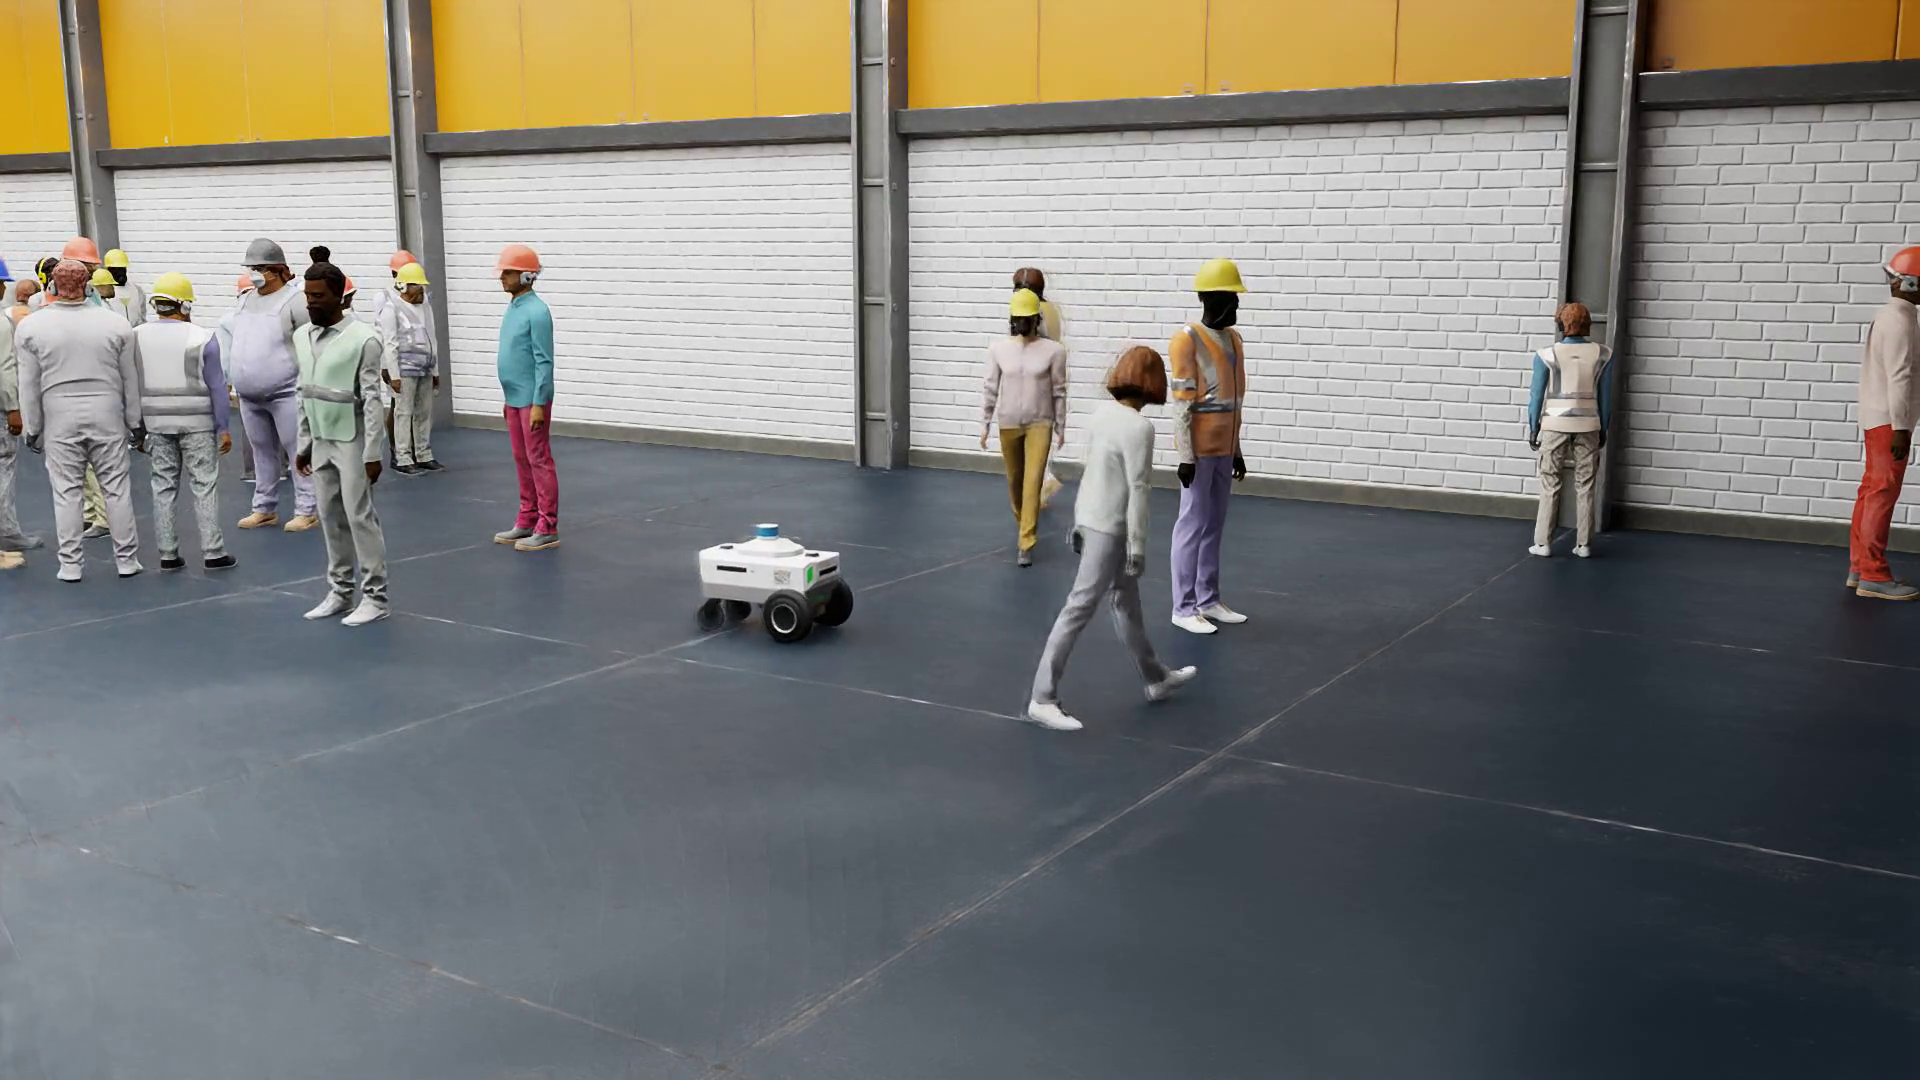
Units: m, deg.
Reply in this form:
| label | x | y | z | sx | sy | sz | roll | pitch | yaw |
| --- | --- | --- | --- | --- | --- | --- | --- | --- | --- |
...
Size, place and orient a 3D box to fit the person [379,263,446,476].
| label | x | y | z | sx | sy | sz | roll | pitch | yaw |
| --- | --- | --- | --- | --- | --- | --- | --- | --- | --- |
| person | -4.710 | -1.465 | 14.346 | 0.403 | 1.826 | 0.591 | 4 | 11 | 21 |

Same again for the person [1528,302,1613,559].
| label | x | y | z | sx | sy | sz | roll | pitch | yaw |
| --- | --- | --- | --- | --- | --- | --- | --- | --- | --- |
| person | 3.872 | -0.688 | 10.581 | 0.514 | 1.634 | 0.313 | 1 | 10 | 5 |

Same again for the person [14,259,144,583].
| label | x | y | z | sx | sy | sz | roll | pitch | yaw |
| --- | --- | --- | --- | --- | --- | --- | --- | --- | --- |
| person | -5.205 | -0.701 | 9.885 | 0.651 | 1.907 | 0.409 | -6 | 12 | -30 |

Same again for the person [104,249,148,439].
| label | x | y | z | sx | sy | sz | roll | pitch | yaw |
| --- | --- | --- | --- | --- | --- | --- | --- | --- | --- |
| person | -8.457 | -1.961 | 16.807 | 0.368 | 1.928 | 0.585 | 7 | 12 | 35 |

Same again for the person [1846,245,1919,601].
| label | x | y | z | sx | sy | sz | roll | pitch | yaw |
| --- | --- | --- | --- | --- | --- | --- | --- | --- | --- |
| person | 5.312 | -0.666 | 9.459 | 0.383 | 1.992 | 0.609 | 4 | 11 | 20 |

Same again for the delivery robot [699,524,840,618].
| label | x | y | z | sx | sy | sz | roll | pitch | yaw |
| --- | --- | --- | --- | --- | --- | --- | --- | --- | --- |
| delivery robot | -0.988 | 0.160 | 8.603 | 0.707 | 0.478 | 0.477 | 5 | 11 | 25 |

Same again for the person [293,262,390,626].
| label | x | y | z | sx | sy | sz | roll | pitch | yaw |
| --- | --- | --- | --- | --- | --- | --- | --- | --- | --- |
| person | -3.260 | -0.506 | 8.811 | 0.594 | 1.910 | 0.384 | 6 | 12 | 31 |

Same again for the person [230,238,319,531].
| label | x | y | z | sx | sy | sz | roll | pitch | yaw |
| --- | --- | --- | --- | --- | --- | --- | --- | --- | --- |
| person | -4.799 | -1.074 | 11.584 | 0.684 | 2.000 | 0.538 | 3 | 11 | 18 |

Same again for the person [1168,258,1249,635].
| label | x | y | z | sx | sy | sz | roll | pitch | yaw |
| --- | --- | --- | --- | --- | --- | --- | --- | --- | --- |
| person | 1.304 | -0.489 | 8.647 | 0.359 | 1.930 | 0.586 | 8 | 13 | 38 |

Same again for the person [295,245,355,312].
| label | x | y | z | sx | sy | sz | roll | pitch | yaw |
| --- | --- | --- | --- | --- | --- | --- | --- | --- | --- |
| person | -6.801 | -2.170 | 17.866 | 0.606 | 1.965 | 0.367 | -2 | 10 | -11 |

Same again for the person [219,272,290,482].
| label | x | y | z | sx | sy | sz | roll | pitch | yaw |
| --- | --- | --- | --- | --- | --- | --- | --- | --- | --- |
| person | -5.904 | -1.363 | 13.975 | 0.562 | 1.752 | 0.324 | -8 | 13 | -36 |

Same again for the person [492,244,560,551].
| label | x | y | z | sx | sy | sz | roll | pitch | yaw |
| --- | --- | --- | --- | --- | --- | --- | --- | --- | --- |
| person | -2.854 | -0.934 | 10.924 | 0.375 | 1.997 | 0.612 | -7 | 13 | -36 |

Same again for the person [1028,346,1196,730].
| label | x | y | z | sx | sy | sz | roll | pitch | yaw |
| --- | --- | --- | --- | --- | --- | --- | --- | --- | --- |
| person | 0.674 | -0.023 | 7.030 | 0.890 | 1.574 | 0.578 | -3 | 11 | -15 |

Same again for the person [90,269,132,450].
| label | x | y | z | sx | sy | sz | roll | pitch | yaw |
| --- | --- | --- | --- | --- | --- | --- | --- | --- | --- |
| person | -8.240 | -1.739 | 16.089 | 0.484 | 1.745 | 0.297 | 10 | 14 | 44 |

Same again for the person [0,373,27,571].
| label | x | y | z | sx | sy | sz | roll | pitch | yaw |
| --- | --- | --- | --- | --- | --- | --- | --- | --- | --- |
| person | -5.993 | -0.714 | 10.169 | 0.339 | 1.833 | 0.522 | -7 | 12 | -32 |

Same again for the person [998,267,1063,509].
| label | x | y | z | sx | sy | sz | roll | pitch | yaw |
| --- | --- | --- | --- | --- | --- | --- | --- | --- | --- |
| person | 0.529 | -1.114 | 12.416 | 0.434 | 1.830 | 0.631 | 5 | 11 | 26 |

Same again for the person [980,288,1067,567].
| label | x | y | z | sx | sy | sz | roll | pitch | yaw |
| --- | --- | --- | --- | --- | --- | --- | --- | --- | --- |
| person | 0.412 | -0.747 | 10.642 | 0.538 | 1.726 | 0.894 | 2 | 10 | 10 |

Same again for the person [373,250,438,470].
| label | x | y | z | sx | sy | sz | roll | pitch | yaw |
| --- | --- | --- | --- | --- | --- | --- | --- | --- | --- |
| person | -4.888 | -1.588 | 14.735 | 0.363 | 1.928 | 0.552 | 7 | 12 | 34 |

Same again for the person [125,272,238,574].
| label | x | y | z | sx | sy | sz | roll | pitch | yaw |
| --- | --- | --- | --- | --- | --- | --- | --- | --- | --- |
| person | -4.724 | -0.703 | 10.100 | 0.599 | 1.830 | 0.403 | 0 | 10 | -2 |

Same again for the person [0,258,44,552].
| label | x | y | z | sx | sy | sz | roll | pitch | yaw |
| --- | --- | --- | --- | --- | --- | --- | --- | --- | --- |
| person | -6.289 | -0.886 | 10.827 | 0.607 | 1.940 | 0.416 | 7 | 13 | 35 |

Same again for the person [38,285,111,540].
| label | x | y | z | sx | sy | sz | roll | pitch | yaw |
| --- | --- | --- | --- | --- | --- | --- | --- | --- | --- |
| person | -6.001 | -0.879 | 11.298 | 0.341 | 1.750 | 0.566 | -8 | 13 | -38 |
